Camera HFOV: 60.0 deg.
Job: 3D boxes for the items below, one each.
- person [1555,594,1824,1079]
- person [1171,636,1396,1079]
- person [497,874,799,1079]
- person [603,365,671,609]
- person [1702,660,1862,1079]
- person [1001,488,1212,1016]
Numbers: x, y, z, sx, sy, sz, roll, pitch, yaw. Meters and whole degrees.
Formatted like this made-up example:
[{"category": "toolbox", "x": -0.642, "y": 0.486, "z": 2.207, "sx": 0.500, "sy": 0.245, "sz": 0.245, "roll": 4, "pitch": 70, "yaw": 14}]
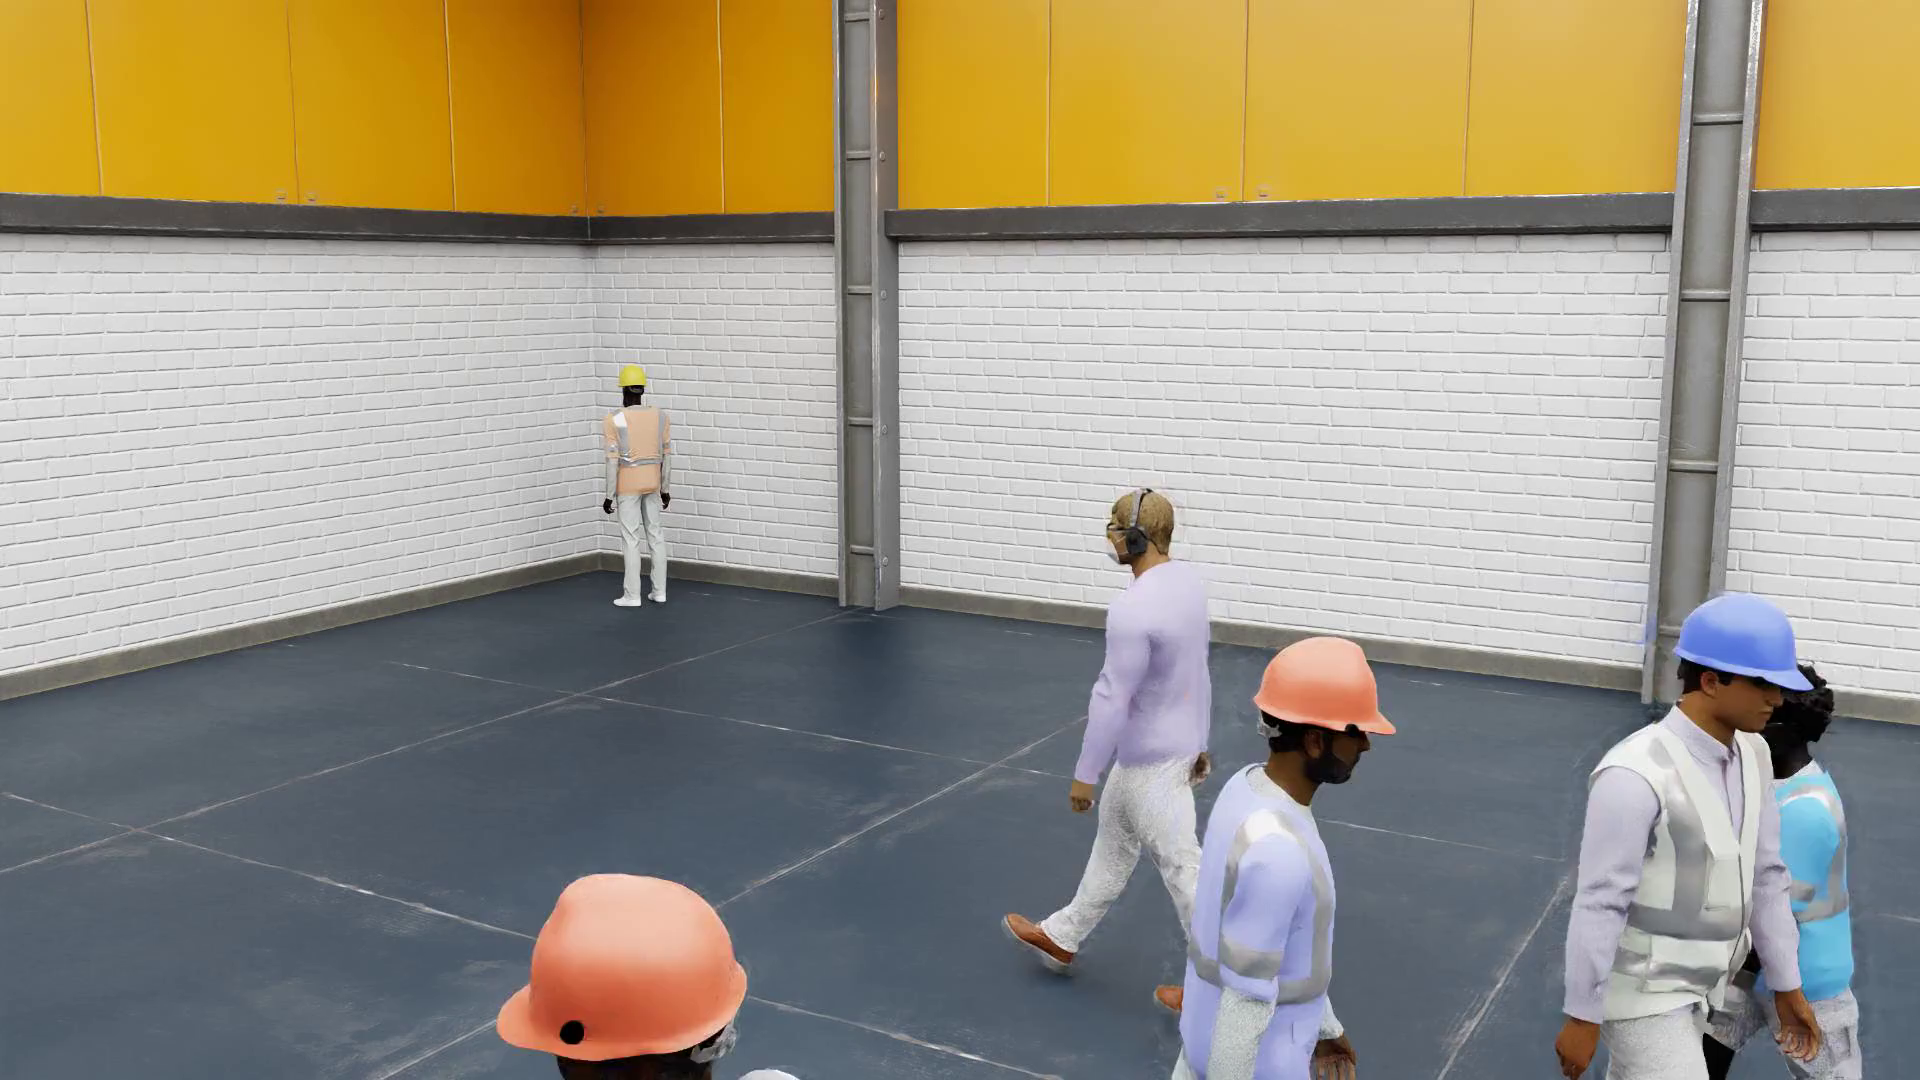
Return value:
[{"category": "person", "x": 1.725, "y": 1.072, "z": 3.908, "sx": 0.616, "sy": 1.913, "sz": 0.709, "roll": -8, "pitch": 12, "yaw": -43}, {"category": "person", "x": 0.593, "y": 1.130, "z": 3.718, "sx": 1.041, "sy": 1.883, "sz": 0.528, "roll": 0, "pitch": 9, "yaw": -3}, {"category": "person", "x": -0.356, "y": 1.353, "z": 2.228, "sx": 0.372, "sy": 1.921, "sz": 0.629, "roll": 4, "pitch": 10, "yaw": 24}, {"category": "person", "x": -2.572, "y": -0.422, "z": 13.207, "sx": 0.594, "sy": 1.925, "sz": 0.378, "roll": -8, "pitch": 12, "yaw": -41}, {"category": "person", "x": 2.214, "y": 1.125, "z": 4.427, "sx": 0.873, "sy": 1.659, "sz": 0.530, "roll": 2, "pitch": 9, "yaw": 11}, {"category": "person", "x": 0.578, "y": 0.756, "z": 5.959, "sx": 0.989, "sy": 1.889, "sz": 0.660, "roll": 4, "pitch": 10, "yaw": 25}]
